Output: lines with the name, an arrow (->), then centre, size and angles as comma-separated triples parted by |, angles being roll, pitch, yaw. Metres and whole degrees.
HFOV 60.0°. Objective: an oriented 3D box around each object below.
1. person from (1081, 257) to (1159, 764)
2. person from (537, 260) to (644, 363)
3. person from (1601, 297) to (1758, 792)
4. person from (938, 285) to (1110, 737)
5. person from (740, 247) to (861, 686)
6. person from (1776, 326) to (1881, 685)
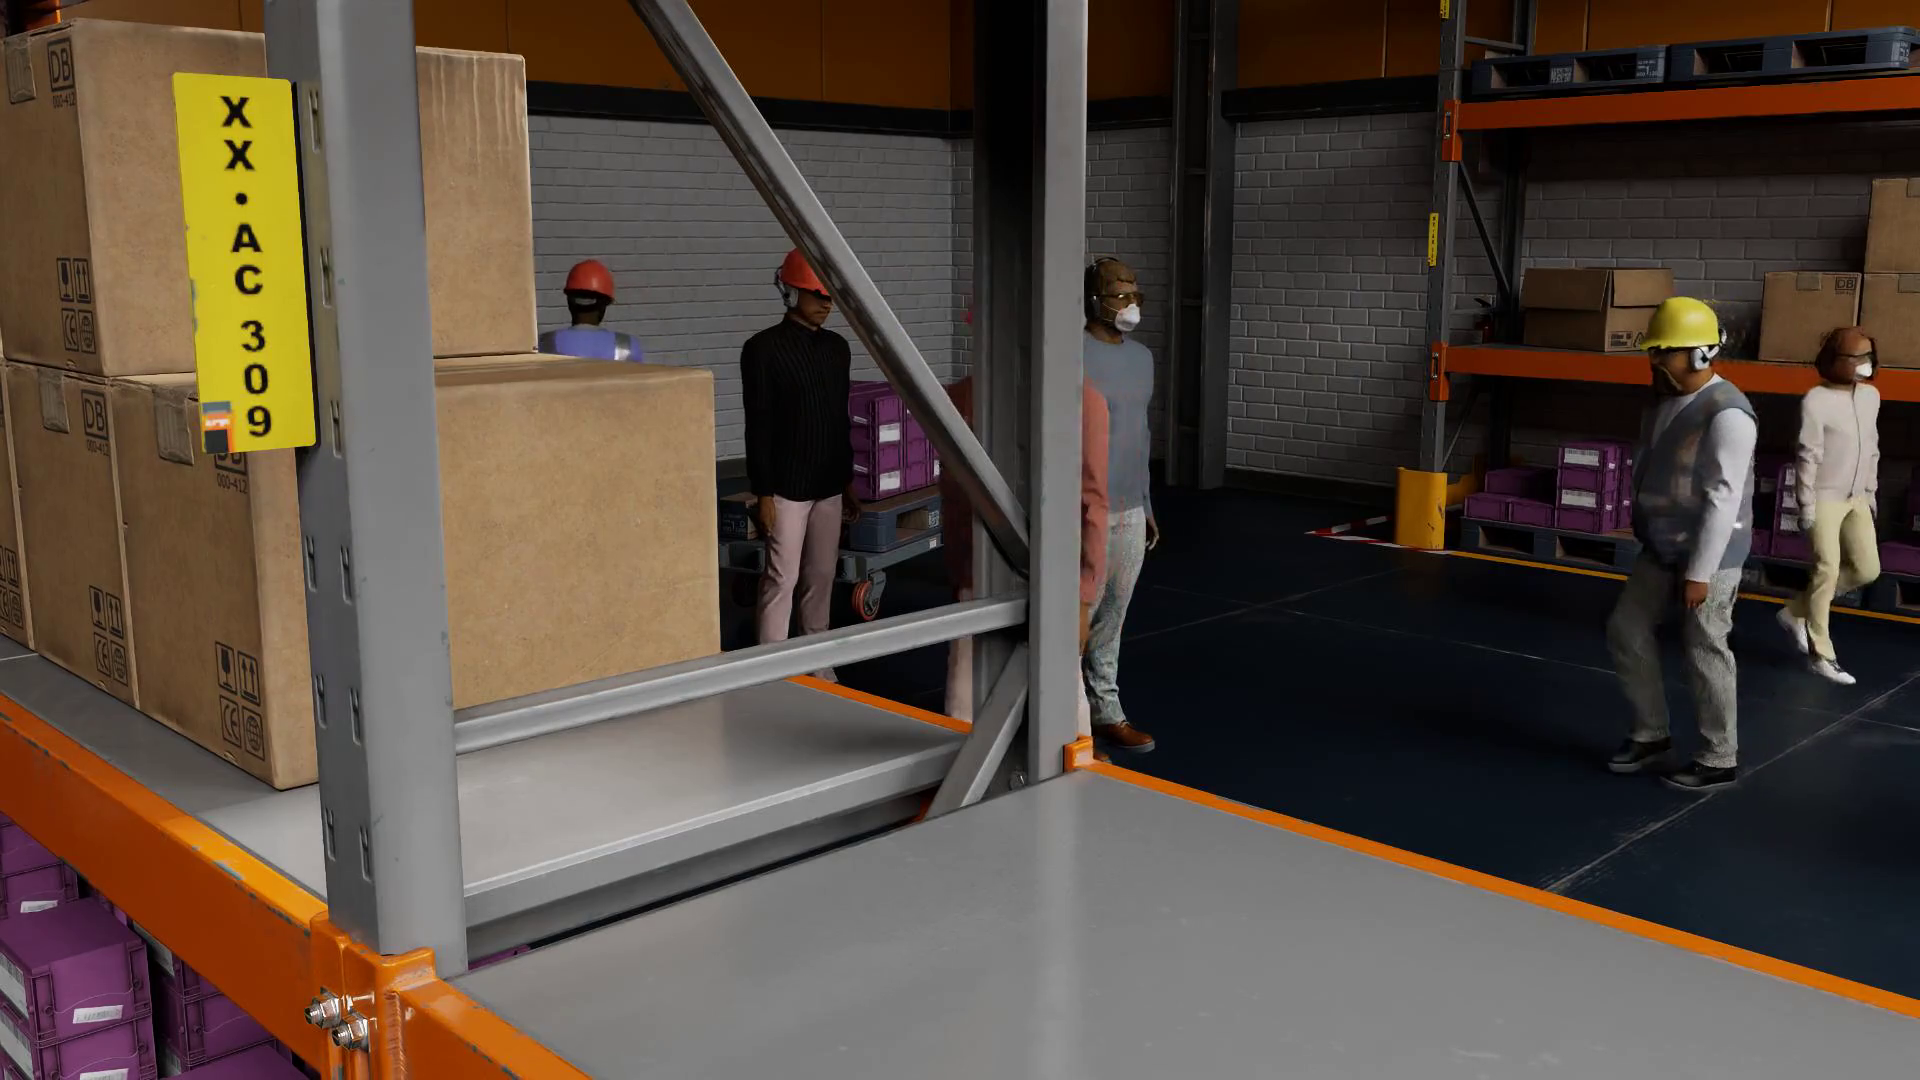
person -> 0.547, -0.102, 6.380 | 0.372, 1.940, 0.627 | 9, 14, 40
person -> -1.803, -0.365, 7.928 | 0.578, 1.896, 0.725 | -4, 11, -21
person -> 2.605, 0.028, 6.038 | 0.575, 1.803, 0.666 | -1, 10, -4
person -> 0.156, 0.136, 5.054 | 0.628, 1.938, 1.017 | 6, 12, 29
person -> -0.639, -0.225, 6.918 | 0.388, 1.987, 0.608 | 8, 13, 36
person -> 3.983, -0.169, 7.607 | 0.520, 1.619, 0.425 | -5, 11, -25
